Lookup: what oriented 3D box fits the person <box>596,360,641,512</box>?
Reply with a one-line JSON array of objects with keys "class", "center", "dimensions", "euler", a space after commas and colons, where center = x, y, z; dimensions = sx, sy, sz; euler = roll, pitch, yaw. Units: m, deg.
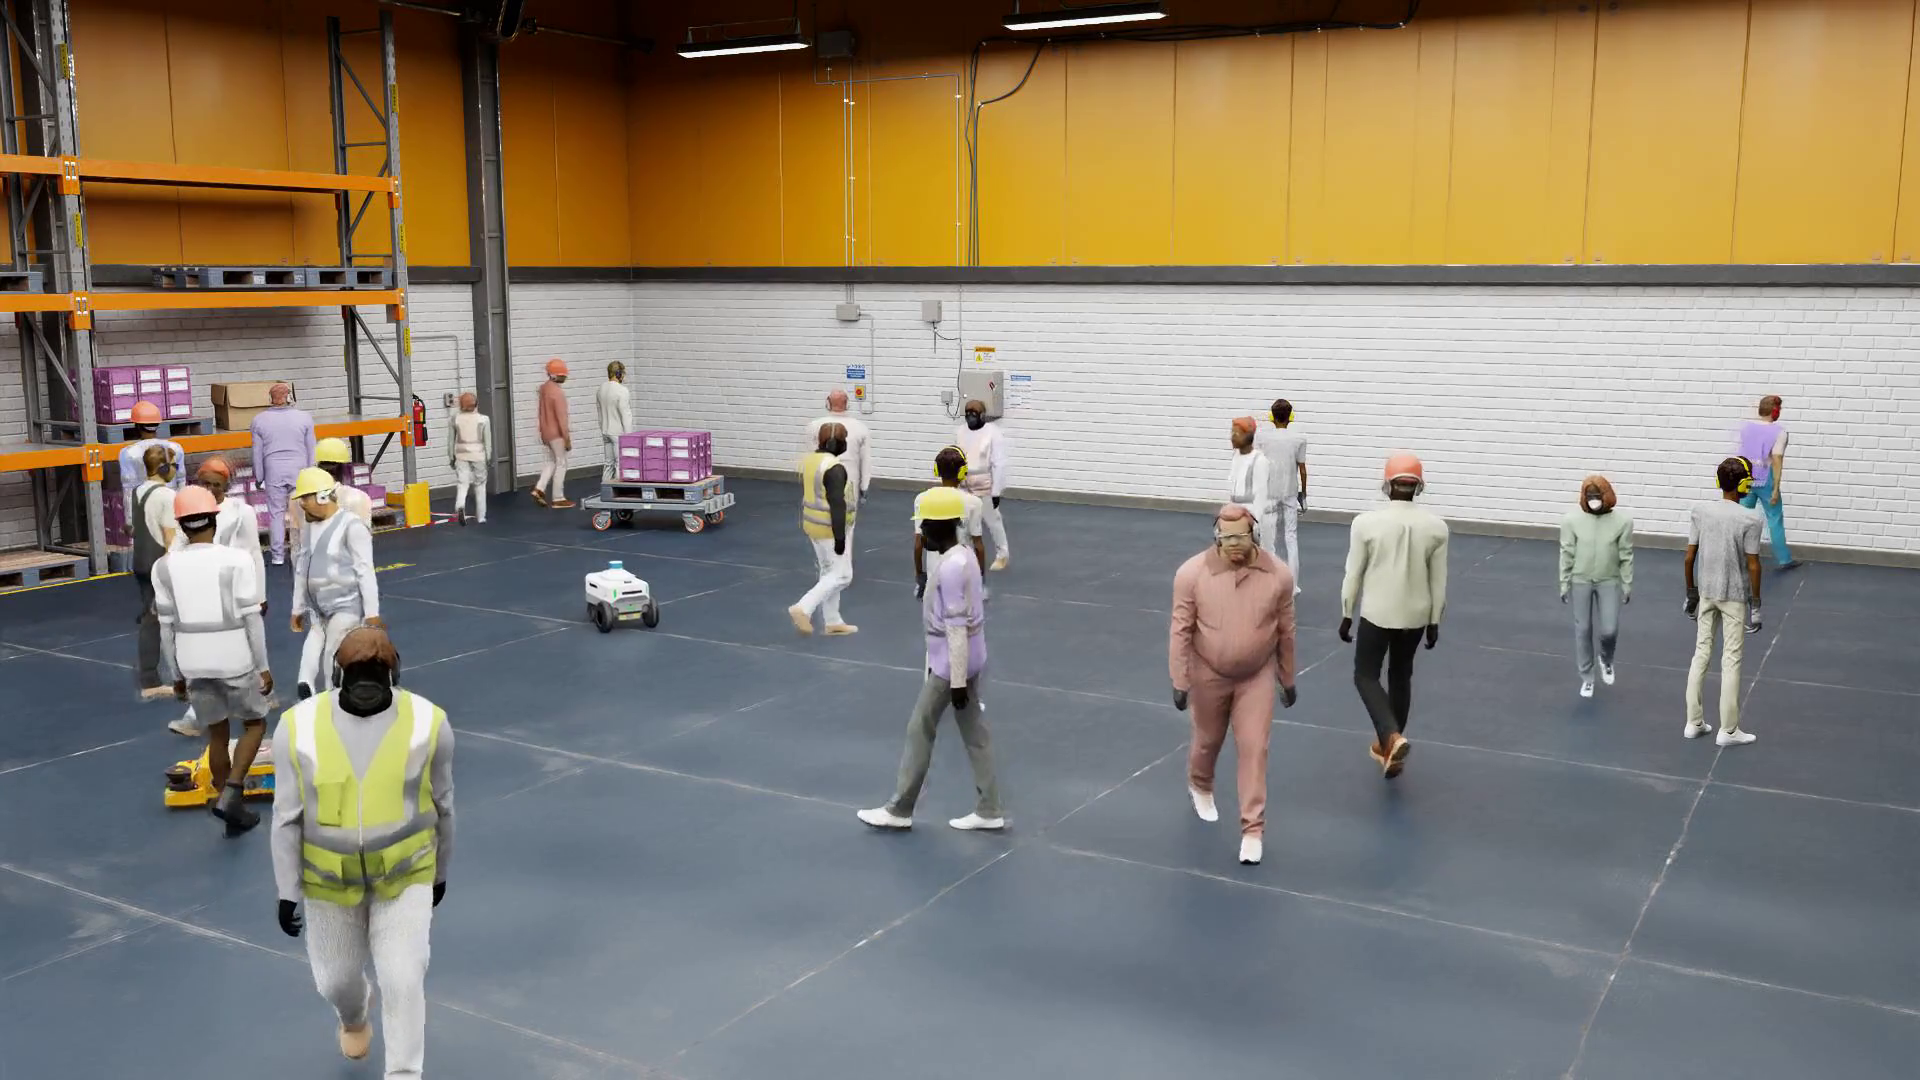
[{"class": "person", "center": [-4.351, -1.309, 21.113], "dimensions": [0.631, 1.939, 0.372], "euler": [8, 12, 42]}]

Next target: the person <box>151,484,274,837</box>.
[{"class": "person", "center": [-3.982, 0.661, 8.893], "dimensions": [0.585, 1.911, 0.503], "euler": [0, 9, -2]}]

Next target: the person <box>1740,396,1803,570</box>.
[{"class": "person", "center": [8.206, -0.570, 16.937], "dimensions": [0.888, 1.798, 0.587], "euler": [-4, 10, -22]}]

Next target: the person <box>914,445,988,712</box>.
[{"class": "person", "center": [-0.060, 0.284, 11.378], "dimensions": [0.532, 1.871, 0.321], "euler": [3, 9, 16]}]

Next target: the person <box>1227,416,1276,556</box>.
[{"class": "person", "center": [2.431, -0.144, 14.197], "dimensions": [1.032, 1.817, 0.592], "euler": [-3, 10, -21]}]

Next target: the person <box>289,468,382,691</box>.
[{"class": "person", "center": [-4.048, 0.448, 10.579], "dimensions": [0.603, 1.800, 0.754], "euler": [7, 11, 35]}]

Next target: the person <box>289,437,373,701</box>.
[{"class": "person", "center": [-4.389, 0.240, 11.585], "dimensions": [0.595, 1.901, 0.841], "euler": [0, 9, 0]}]

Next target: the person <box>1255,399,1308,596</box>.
[{"class": "person", "center": [3.008, -0.397, 15.655], "dimensions": [0.521, 1.865, 0.328], "euler": [2, 9, 10]}]

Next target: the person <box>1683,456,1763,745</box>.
[{"class": "person", "center": [4.935, 0.386, 10.743], "dimensions": [0.312, 1.869, 0.538], "euler": [-6, 11, -33]}]

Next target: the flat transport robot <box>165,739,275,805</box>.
[{"class": "flat transport robot", "center": [-3.898, 1.323, 9.872], "dimensions": [1.431, 0.197, 0.652], "euler": [-3, 10, -18]}]

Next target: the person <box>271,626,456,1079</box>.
[{"class": "person", "center": [-2.114, 1.176, 5.971], "dimensions": [0.619, 1.821, 0.764], "euler": [-2, 9, -14]}]

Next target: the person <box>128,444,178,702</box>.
[{"class": "person", "center": [-5.641, 0.222, 11.938], "dimensions": [0.534, 1.811, 0.771], "euler": [5, 10, 29]}]

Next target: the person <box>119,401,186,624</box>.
[{"class": "person", "center": [-6.957, -0.229, 14.360], "dimensions": [0.347, 1.943, 0.544], "euler": [8, 12, 39]}]

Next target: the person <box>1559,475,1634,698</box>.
[{"class": "person", "center": [4.549, 0.330, 11.913], "dimensions": [0.505, 1.613, 0.399], "euler": [3, 10, 19]}]

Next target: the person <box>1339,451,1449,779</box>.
[{"class": "person", "center": [2.621, 0.455, 9.977], "dimensions": [0.623, 1.976, 0.760], "euler": [-1, 9, -6]}]

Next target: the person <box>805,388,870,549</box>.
[{"class": "person", "center": [-1.221, -0.561, 16.568], "dimensions": [0.672, 1.892, 0.453], "euler": [-2, 9, -12]}]

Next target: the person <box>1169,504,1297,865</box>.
[{"class": "person", "center": [1.452, 0.701, 8.856], "dimensions": [0.693, 1.855, 0.988], "euler": [1, 9, 4]}]

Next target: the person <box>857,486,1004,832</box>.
[{"class": "person", "center": [-0.161, 0.653, 8.999], "dimensions": [0.903, 1.884, 0.607], "euler": [2, 9, 10]}]

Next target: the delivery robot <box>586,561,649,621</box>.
[{"class": "delivery robot", "center": [-2.951, 0.425, 14.302], "dimensions": [0.477, 0.478, 0.707], "euler": [-6, 11, -32]}]

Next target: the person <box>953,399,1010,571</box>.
[{"class": "person", "center": [0.209, -0.525, 16.699], "dimensions": [0.631, 1.795, 1.001], "euler": [6, 11, 34]}]

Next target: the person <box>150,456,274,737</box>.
[{"class": "person", "center": [-4.928, 0.360, 11.020], "dimensions": [0.596, 1.827, 0.954], "euler": [4, 10, 24]}]

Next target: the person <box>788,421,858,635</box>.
[{"class": "person", "center": [-1.132, -0.073, 13.767], "dimensions": [0.565, 1.824, 0.624], "euler": [-4, 10, -24]}]

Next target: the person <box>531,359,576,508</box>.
[{"class": "person", "center": [-5.227, -1.356, 21.370], "dimensions": [0.526, 1.953, 0.663], "euler": [-7, 11, -36]}]

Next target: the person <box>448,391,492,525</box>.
[{"class": "person", "center": [-5.897, -0.967, 19.991], "dimensions": [0.520, 1.623, 0.646], "euler": [-1, 9, -6]}]

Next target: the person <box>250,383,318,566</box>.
[{"class": "person", "center": [-7.002, -0.678, 17.294], "dimensions": [0.639, 1.902, 0.407], "euler": [-3, 10, -19]}]
